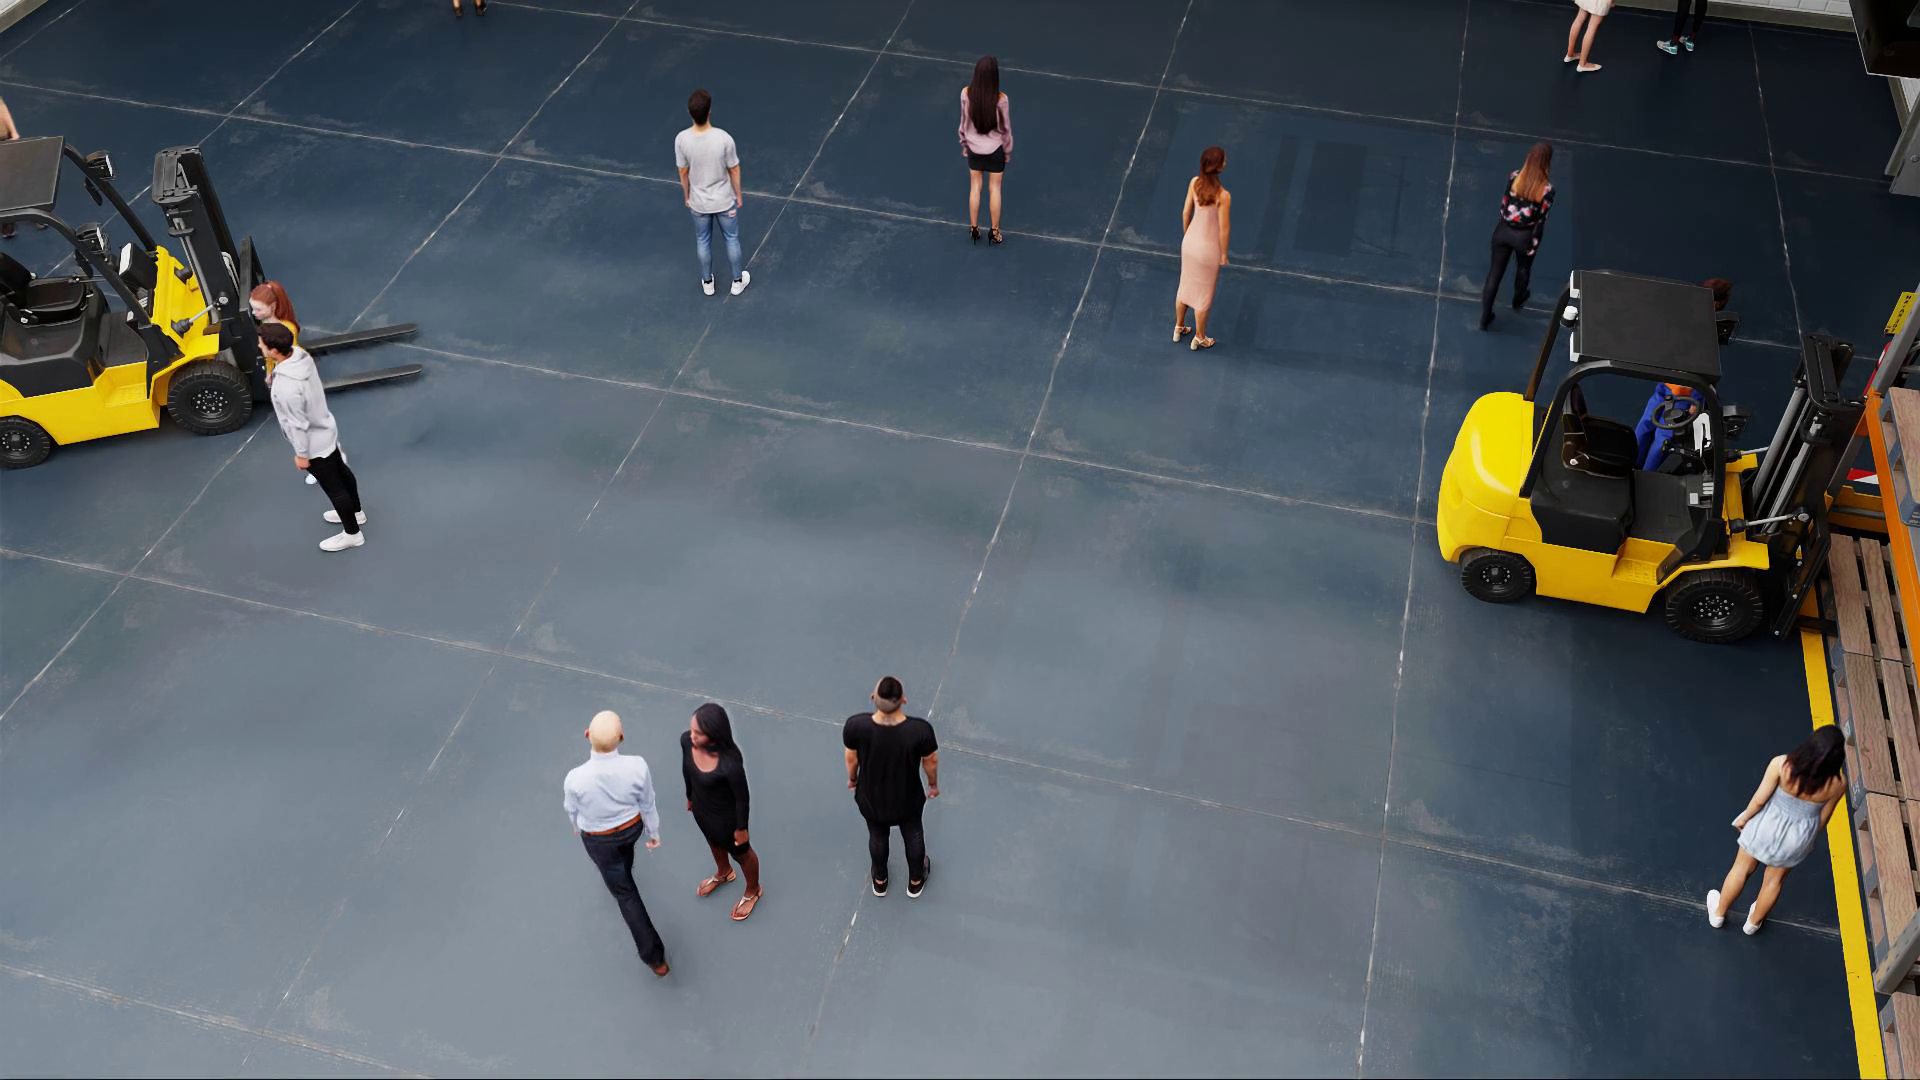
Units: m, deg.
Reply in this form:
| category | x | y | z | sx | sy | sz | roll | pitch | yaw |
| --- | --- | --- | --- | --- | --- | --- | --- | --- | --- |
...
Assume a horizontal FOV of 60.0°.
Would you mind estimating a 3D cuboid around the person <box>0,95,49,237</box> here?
| category | x | y | z | sx | sy | sz | roll | pitch | yaw |
| --- | --- | --- | --- | --- | --- | --- | --- | --- | --- |
| person | -8.599 | -3.574 | 14.700 | 0.722 | 1.848 | 0.798 | -25 | 49 | -24 |

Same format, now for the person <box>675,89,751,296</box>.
| category | x | y | z | sx | sy | sz | roll | pitch | yaw |
| --- | --- | --- | --- | --- | --- | --- | --- | --- | --- |
| person | -2.086 | -2.902 | 13.964 | 0.726 | 1.890 | 0.662 | 0 | 44 | 0 |

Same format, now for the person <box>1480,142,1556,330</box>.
| category | x | y | z | sx | sy | sz | roll | pitch | yaw |
| --- | --- | --- | --- | --- | --- | --- | --- | --- | --- |
| person | 4.542 | -2.463 | 13.673 | 0.789 | 1.654 | 0.985 | 26 | 49 | 25 |

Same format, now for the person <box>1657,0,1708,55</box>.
| category | x | y | z | sx | sy | sz | roll | pitch | yaw |
| --- | --- | --- | --- | --- | --- | --- | --- | --- | --- |
| person | 7.672 | -5.912 | 17.180 | 0.676 | 1.811 | 0.682 | -12 | 45 | -12 |

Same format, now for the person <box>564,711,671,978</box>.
| category | x | y | z | sx | sy | sz | roll | pitch | yaw |
| --- | --- | --- | --- | --- | --- | --- | --- | --- | --- |
| person | -1.885 | 1.712 | 9.224 | 1.183 | 1.747 | 1.251 | -21 | 48 | -21 |

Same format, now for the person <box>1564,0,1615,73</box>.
| category | x | y | z | sx | sy | sz | roll | pitch | yaw |
| --- | --- | --- | --- | --- | --- | --- | --- | --- | --- |
| person | 6.523 | -5.650 | 16.977 | 0.713 | 1.711 | 0.627 | -12 | 45 | -13 |

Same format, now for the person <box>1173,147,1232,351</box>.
| category | x | y | z | sx | sy | sz | roll | pitch | yaw |
| --- | --- | --- | --- | --- | --- | --- | --- | --- | --- |
| person | 1.952 | -2.355 | 13.432 | 0.686 | 1.831 | 0.674 | -33 | 53 | -30 |

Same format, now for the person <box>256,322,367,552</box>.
| category | x | y | z | sx | sy | sz | roll | pitch | yaw |
| --- | --- | --- | --- | --- | --- | --- | --- | --- | --- |
| person | -4.524 | -0.743 | 11.670 | 0.818 | 1.929 | 0.672 | -6 | 44 | -6 |

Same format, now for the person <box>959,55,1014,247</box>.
| category | x | y | z | sx | sy | sz | roll | pitch | yaw |
| --- | --- | --- | --- | --- | --- | --- | --- | --- | --- |
| person | 0.228 | -3.388 | 14.531 | 0.631 | 1.812 | 0.531 | 13 | 45 | 13 |

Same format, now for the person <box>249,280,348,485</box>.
| category | x | y | z | sx | sy | sz | roll | pitch | yaw |
| --- | --- | --- | --- | --- | --- | --- | --- | --- | --- |
| person | -4.819 | -1.209 | 12.298 | 0.777 | 1.737 | 0.725 | -24 | 49 | -23 |

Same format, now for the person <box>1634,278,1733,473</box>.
| category | x | y | z | sx | sy | sz | roll | pitch | yaw |
| --- | --- | --- | --- | --- | --- | --- | --- | --- | --- |
| person | 5.242 | -1.127 | 12.119 | 0.827 | 1.864 | 0.689 | -6 | 44 | -6 |

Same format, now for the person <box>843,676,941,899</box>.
| category | x | y | z | sx | sy | sz | roll | pitch | yaw |
| --- | --- | --- | --- | --- | --- | --- | --- | --- | --- |
| person | -0.391 | 1.388 | 9.480 | 0.731 | 1.864 | 0.651 | 2 | 44 | 3 |

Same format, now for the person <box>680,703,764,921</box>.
| category | x | y | z | sx | sy | sz | roll | pitch | yaw |
| --- | --- | --- | --- | --- | --- | --- | --- | --- | --- |
| person | -1.358 | 1.530 | 9.435 | 0.675 | 1.720 | 0.634 | 29 | 51 | 27 |

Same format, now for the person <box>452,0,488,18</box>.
| category | x | y | z | sx | sy | sz | roll | pitch | yaw |
| --- | --- | --- | --- | --- | --- | --- | --- | --- | --- |
| person | -5.415 | -6.463 | 17.833 | 0.696 | 1.709 | 0.674 | -7 | 44 | -7 |

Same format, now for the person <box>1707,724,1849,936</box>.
| category | x | y | z | sx | sy | sz | roll | pitch | yaw |
| --- | --- | --- | --- | --- | --- | --- | --- | --- | --- |
| person | 4.598 | 1.625 | 9.328 | 0.608 | 1.729 | 0.556 | 15 | 46 | 16 |
